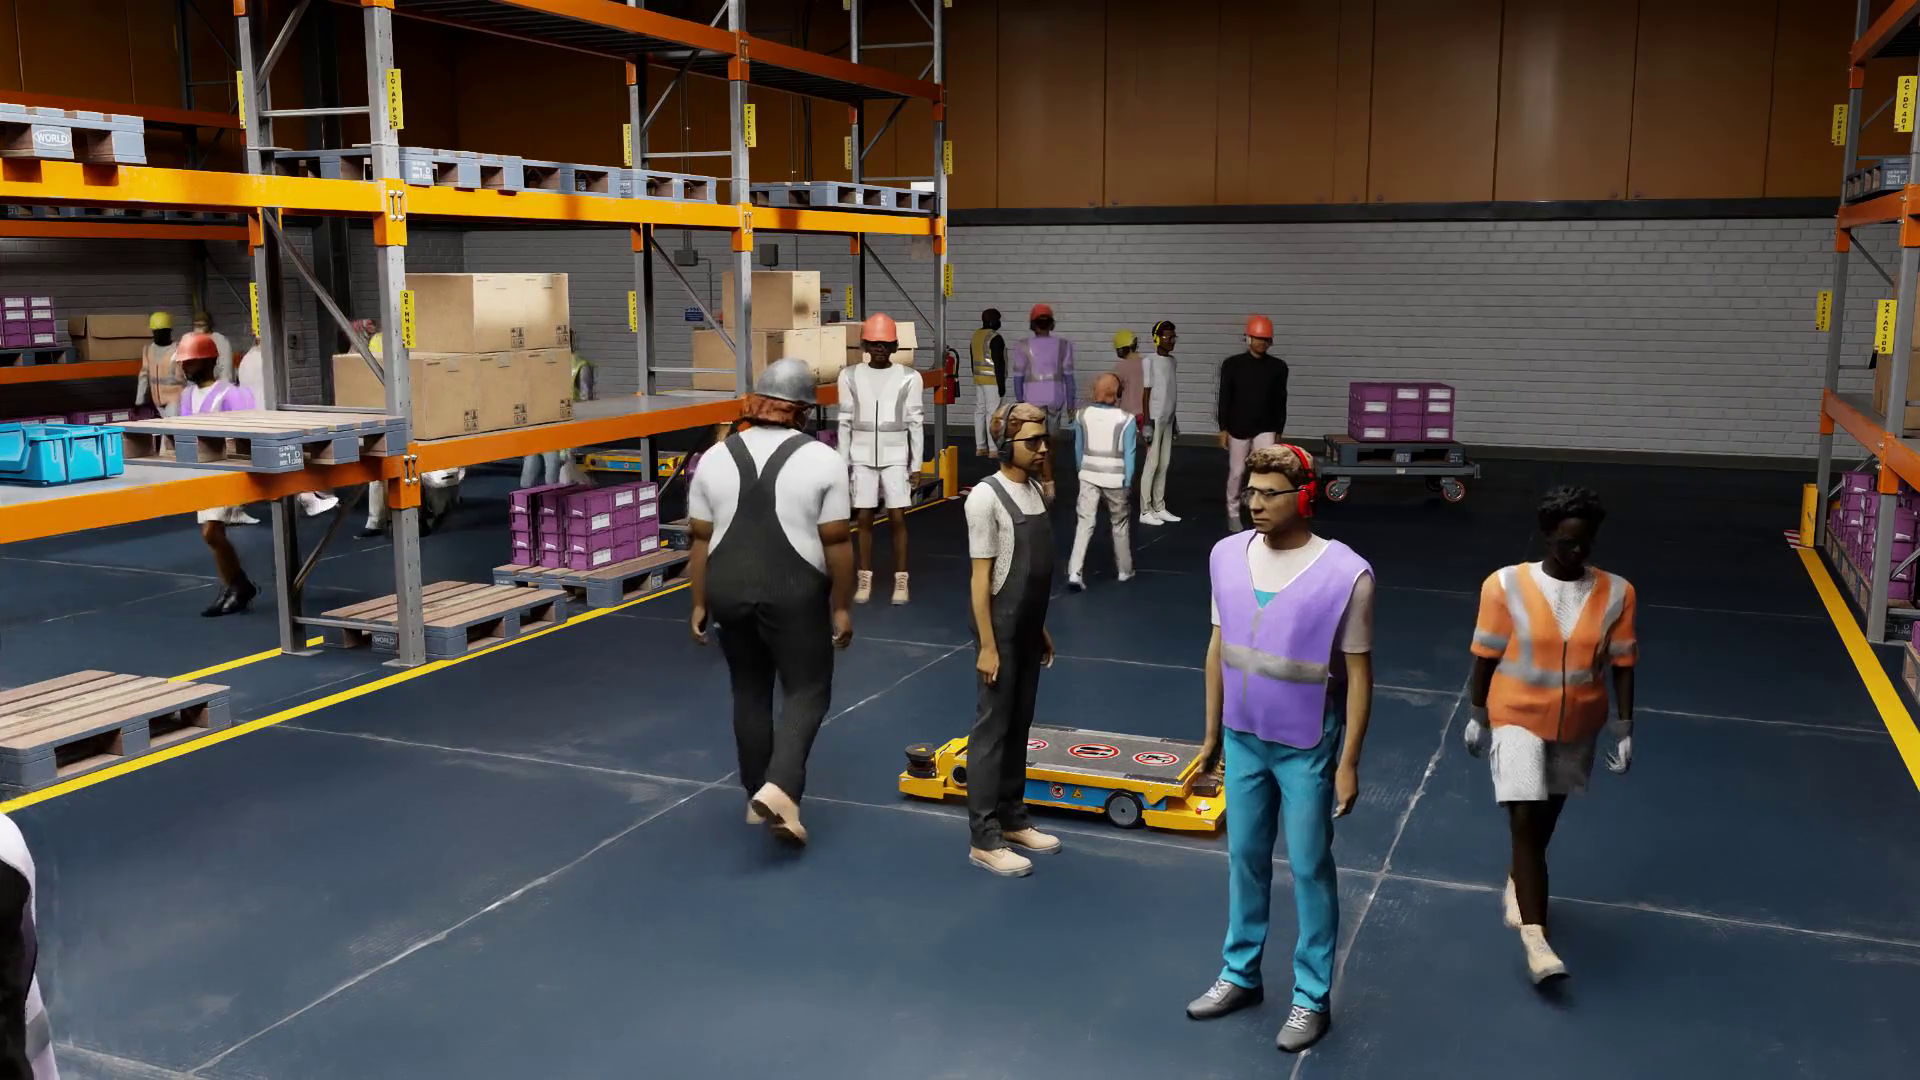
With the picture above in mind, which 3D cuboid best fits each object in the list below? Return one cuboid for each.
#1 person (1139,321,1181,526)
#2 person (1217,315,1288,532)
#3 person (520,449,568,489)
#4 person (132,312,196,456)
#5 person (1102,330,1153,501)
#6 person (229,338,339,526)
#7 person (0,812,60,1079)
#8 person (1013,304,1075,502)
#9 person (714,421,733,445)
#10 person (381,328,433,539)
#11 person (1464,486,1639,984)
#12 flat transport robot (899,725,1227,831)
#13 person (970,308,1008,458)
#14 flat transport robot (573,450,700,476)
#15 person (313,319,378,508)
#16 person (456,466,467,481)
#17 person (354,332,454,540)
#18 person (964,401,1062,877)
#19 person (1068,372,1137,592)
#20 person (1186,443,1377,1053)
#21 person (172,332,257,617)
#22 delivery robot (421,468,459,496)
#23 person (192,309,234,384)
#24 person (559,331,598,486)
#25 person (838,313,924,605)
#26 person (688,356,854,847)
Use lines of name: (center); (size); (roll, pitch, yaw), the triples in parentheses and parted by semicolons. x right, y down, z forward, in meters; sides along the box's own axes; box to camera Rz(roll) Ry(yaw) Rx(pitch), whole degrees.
person: (1.855, -1.075, 15.277); (0.312, 1.869, 0.536); (7, 12, 38)
person: (2.529, -0.979, 14.479); (0.617, 1.954, 1.002); (0, 9, 1)
person: (-3.542, -0.778, 14.196); (0.517, 1.621, 0.360); (5, 11, 28)
person: (-8.512, -1.497, 17.831); (0.594, 1.873, 1.004); (3, 10, 20)
person: (1.716, -1.245, 16.755); (0.531, 1.718, 0.626); (-5, 10, -27)
person: (-6.311, -1.069, 15.286); (1.024, 1.844, 0.666); (-9, 13, -44)
person: (-1.603, 1.002, 2.560); (0.621, 1.905, 0.552); (5, 11, 28)
person: (0.849, -1.398, 16.920); (0.608, 1.981, 1.012); (-2, 10, -12)
person: (-2.458, -1.623, 18.463); (0.736, 1.909, 0.551); (0, 9, -3)
person: (-4.882, -0.977, 14.482); (0.552, 1.932, 0.377); (-3, 10, -15)
person: (2.007, 0.628, 5.615); (0.540, 1.633, 0.909); (0, 9, 1)
flat transport robot: (0.512, 1.023, 7.392); (1.431, 0.197, 0.652); (4, 10, 22)
person: (0.381, -1.939, 20.593); (0.430, 1.845, 0.619); (-5, 11, -30)
flat transport robot: (-3.658, -0.890, 18.983); (1.431, 0.197, 0.652); (4, 10, 22)
person: (-5.828, -1.218, 16.171); (0.968, 1.870, 0.653); (-4, 10, -20)
person: (-5.579, -1.499, 17.540); (0.642, 1.969, 0.565); (6, 11, 32)
person: (-4.892, -0.913, 14.514); (0.593, 1.806, 0.832); (8, 13, 41)
person: (0.211, 0.376, 6.550); (0.343, 1.847, 0.506); (5, 11, 29)
person: (1.047, -0.432, 12.201); (0.515, 1.597, 0.880); (5, 10, 26)
person: (0.993, 0.618, 5.084); (0.384, 1.845, 0.565); (-9, 13, -44)
person: (-5.022, -0.424, 11.152); (0.576, 1.921, 0.417); (5, 11, 28)
delivery robot: (-5.096, -0.558, 15.833); (0.477, 0.478, 0.707); (3, 10, 19)
person: (-8.369, -1.600, 18.412); (0.660, 1.881, 0.989); (3, 10, 19)
person: (-3.708, -1.122, 15.738); (0.626, 1.816, 0.786); (6, 11, 30)
person: (-0.554, -0.558, 11.631); (0.606, 2.042, 0.395); (1, 9, 5)
person: (-0.801, 0.228, 6.859); (0.709, 2.000, 0.811); (2, 10, 13)
